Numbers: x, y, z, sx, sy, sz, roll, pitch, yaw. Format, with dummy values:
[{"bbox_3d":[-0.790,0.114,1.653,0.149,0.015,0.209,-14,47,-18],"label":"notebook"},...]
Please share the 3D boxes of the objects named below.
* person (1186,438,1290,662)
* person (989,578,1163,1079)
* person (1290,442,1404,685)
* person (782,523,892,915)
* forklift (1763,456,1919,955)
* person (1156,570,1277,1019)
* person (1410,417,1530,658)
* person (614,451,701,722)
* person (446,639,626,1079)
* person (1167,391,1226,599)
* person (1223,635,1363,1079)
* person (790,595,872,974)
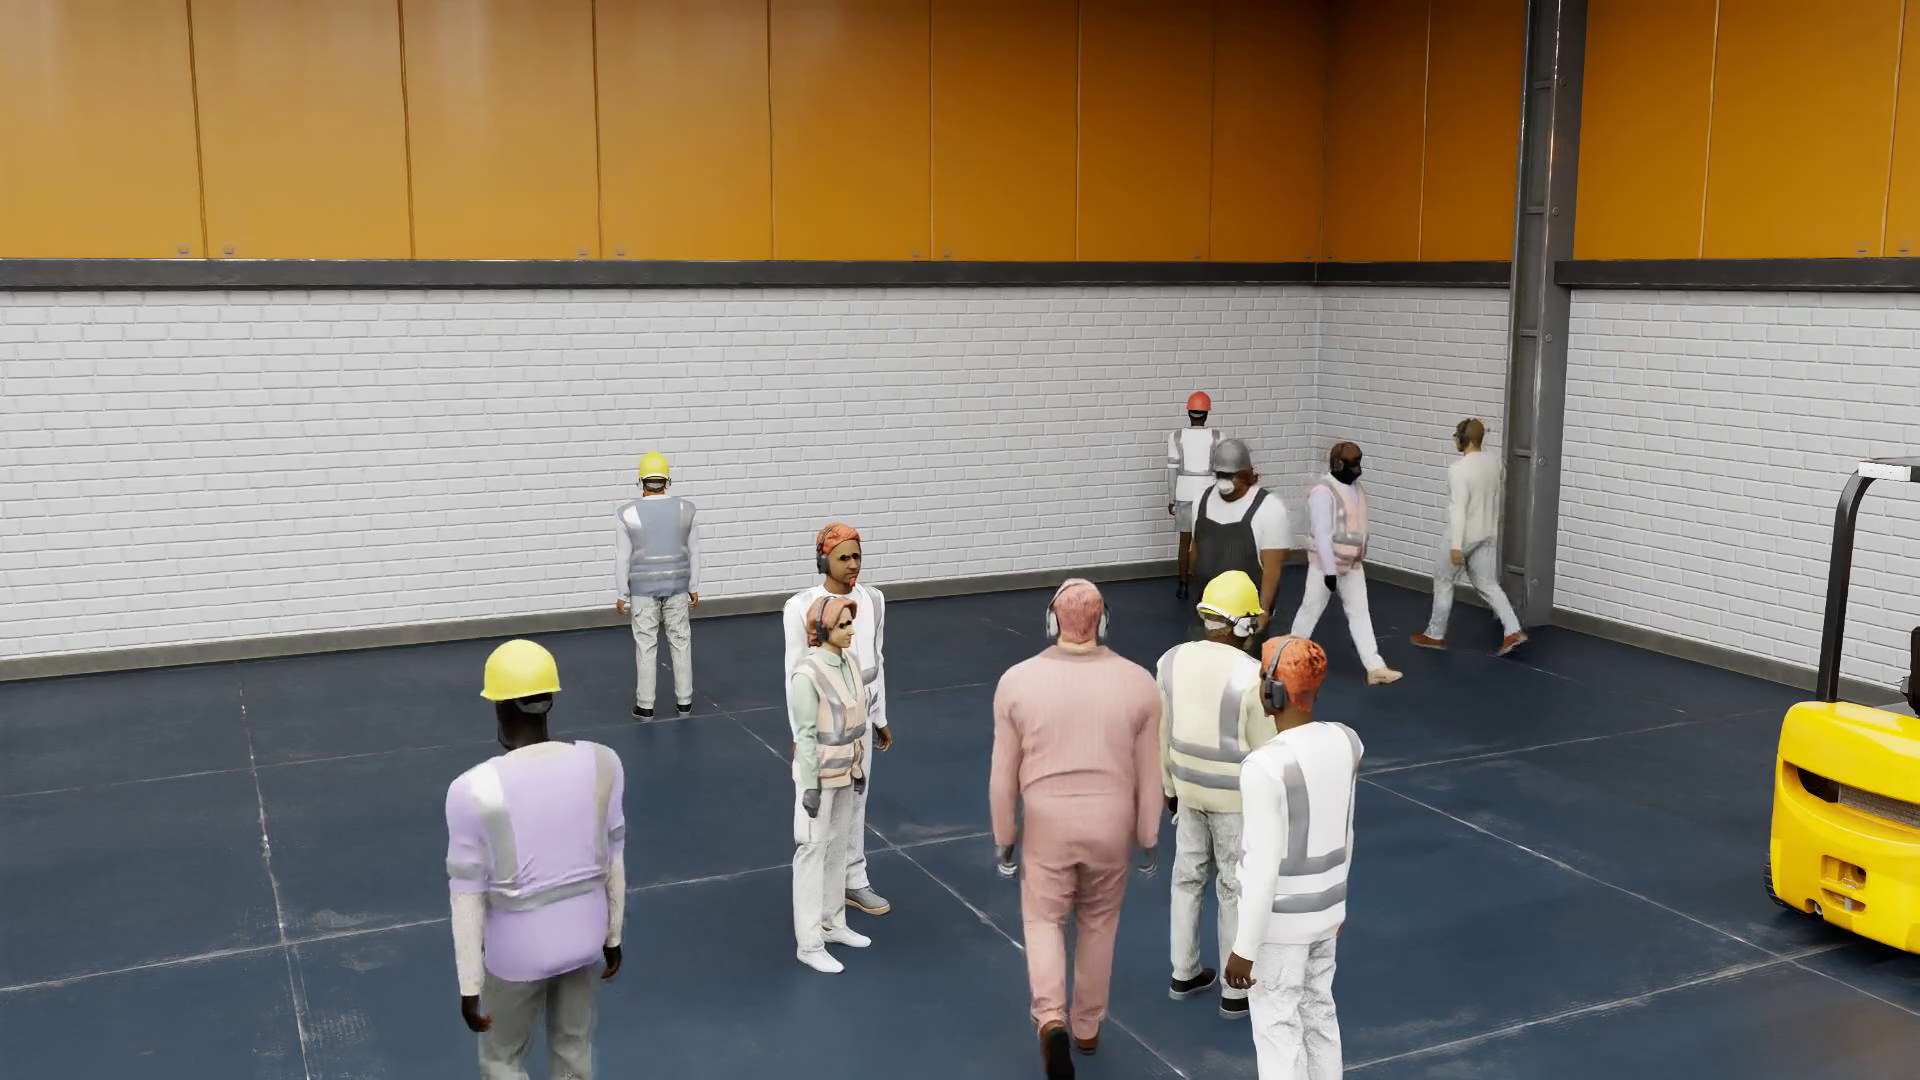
[{"bbox_3d":[1.725,0.336,10.484,0.699,2.000,0.539,6,11,35],"label":"person"},{"bbox_3d":[0.443,1.101,6.258,0.661,1.883,0.716,0,9,0],"label":"person"},{"bbox_3d":[2.806,0.170,12.281,0.646,1.791,0.960,-9,13,-44],"label":"person"},{"bbox_3d":[-0.557,0.857,7.744,0.355,1.883,0.575,9,13,44],"label":"person"},{"bbox_3d":[4.857,0.731,7.561,2.313,2.155,1.214,-4,10,-25],"label":"forklift"},{"bbox_3d":[1.078,1.032,6.822,0.404,1.827,0.600,-8,12,-42],"label":"person"},{"bbox_3d":[4.073,-0.020,13.138,0.643,1.905,0.967,-8,12,-40],"label":"person"},{"bbox_3d":[-2.047,0.314,11.264,0.586,1.833,0.403,-4,10,-24],"label":"person"},{"bbox_3d":[-1.296,1.258,5.180,0.593,1.909,0.486,-7,12,-37],"label":"person"},{"bbox_3d":[2.194,-0.410,15.428,0.547,1.939,0.376,2,9,11],"label":"person"},{"bbox_3d":[1.070,1.234,5.394,0.339,1.882,0.584,9,13,43],"label":"person"},{"bbox_3d":[-0.573,1.048,7.300,0.312,1.642,0.512,4,10,22],"label":"person"}]
